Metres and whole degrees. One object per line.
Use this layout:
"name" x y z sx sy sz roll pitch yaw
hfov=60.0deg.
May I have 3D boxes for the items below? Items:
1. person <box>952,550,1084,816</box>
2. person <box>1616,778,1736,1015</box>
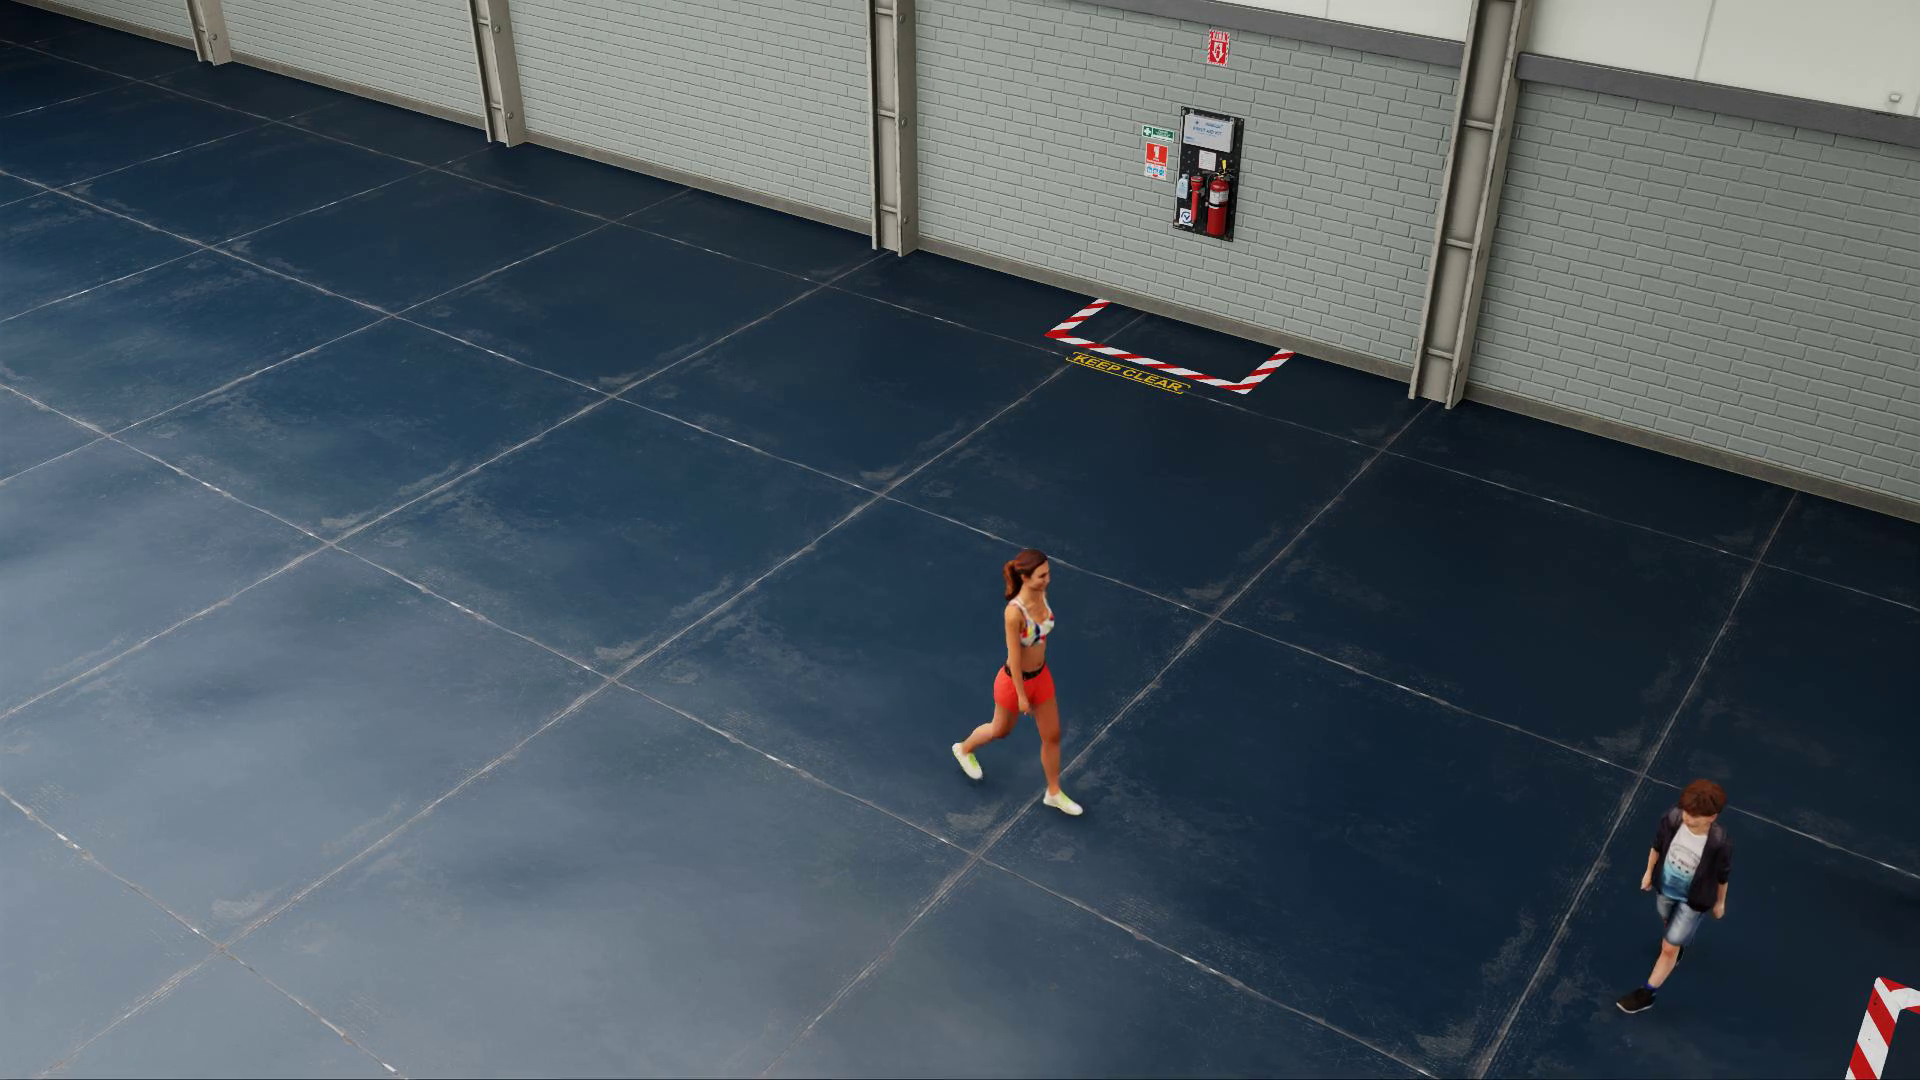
"person" 0.294 0.822 9.810 1.136 1.753 0.600 23 39 32
"person" 3.796 1.772 8.623 0.819 1.413 0.990 -26 40 -34
